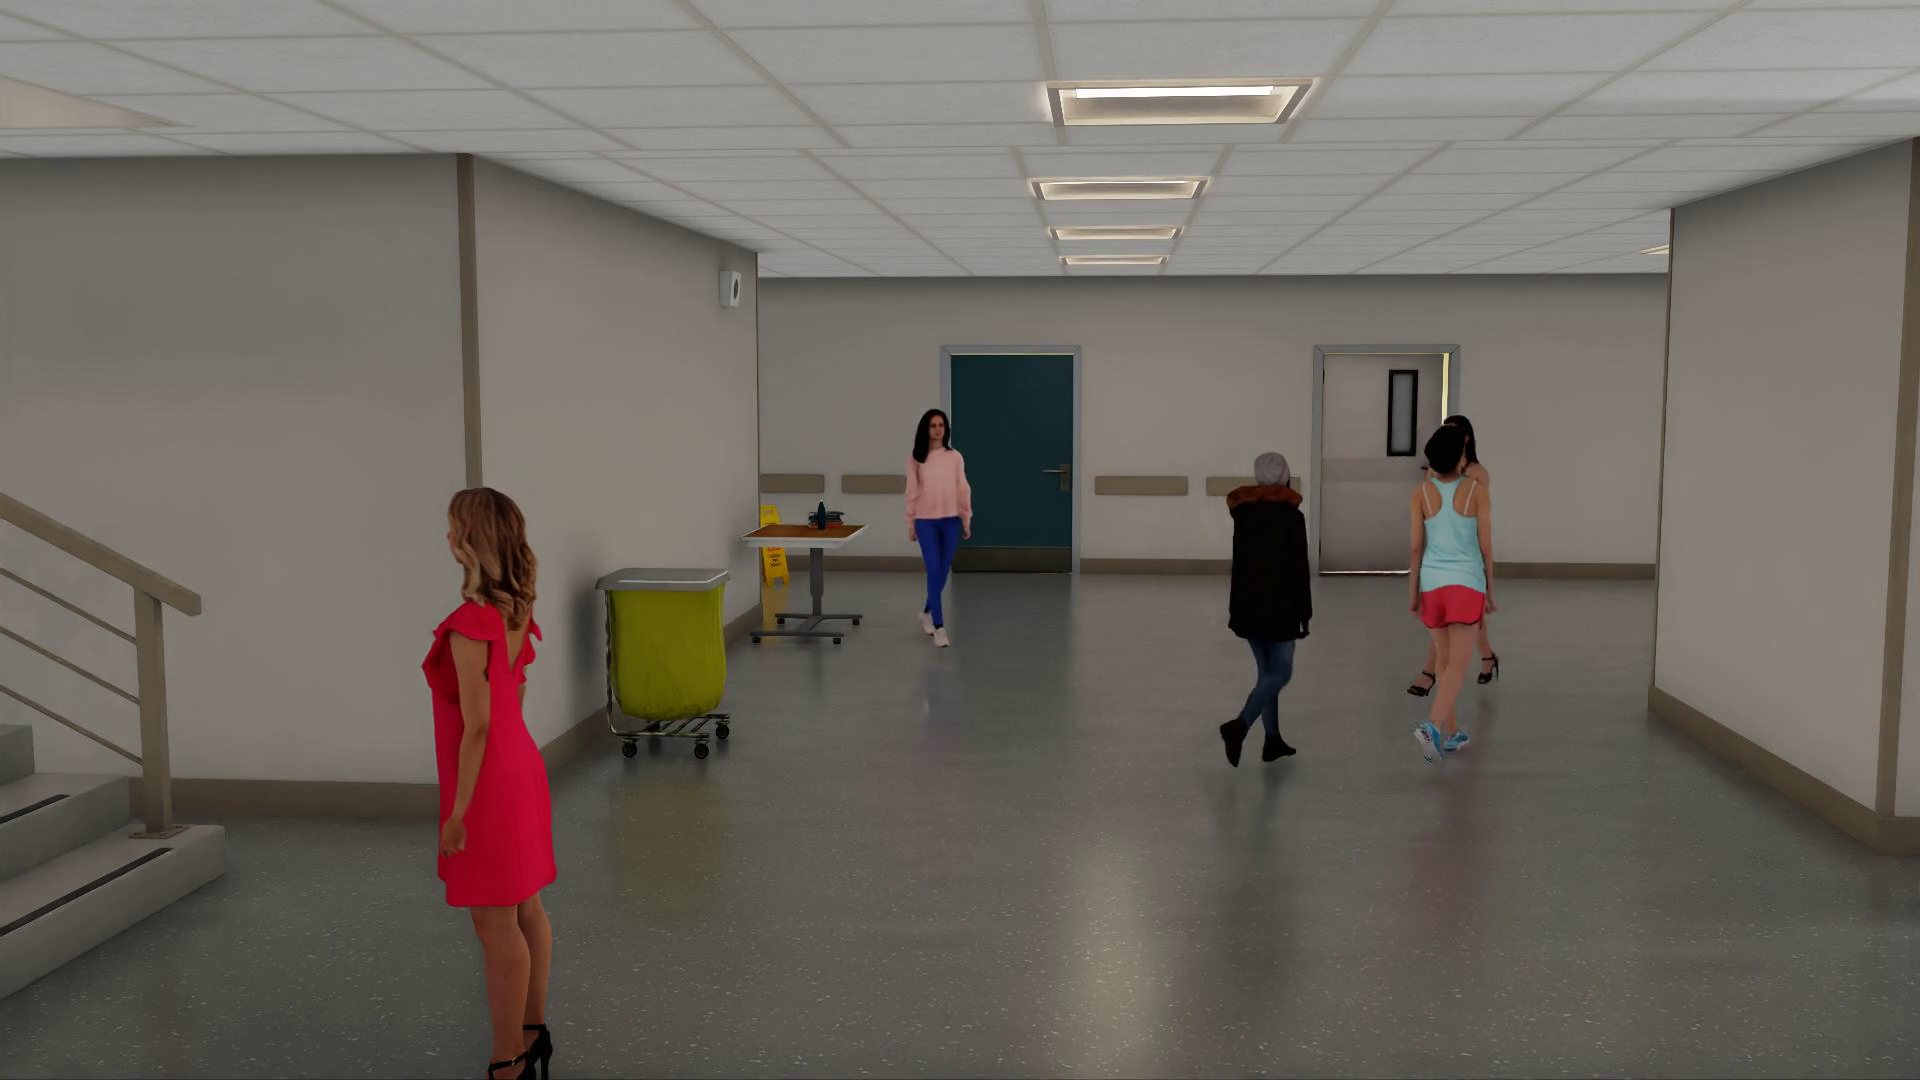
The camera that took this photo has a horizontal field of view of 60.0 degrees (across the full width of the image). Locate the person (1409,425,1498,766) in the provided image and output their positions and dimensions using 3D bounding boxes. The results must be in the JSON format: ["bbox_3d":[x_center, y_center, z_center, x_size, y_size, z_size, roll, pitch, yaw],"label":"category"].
[{"bbox_3d":[2.508,0.308,8.531,1.154,1.736,1.021,4,7,35],"label":"person"}]

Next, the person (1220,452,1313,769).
[{"bbox_3d":[1.538,0.371,8.475,1.037,1.620,1.002,-6,8,-44],"label":"person"}]

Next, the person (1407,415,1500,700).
[{"bbox_3d":[3.119,0.137,10.333,1.223,1.715,1.147,-5,8,-41],"label":"person"}]

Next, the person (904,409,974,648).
[{"bbox_3d":[-0.188,-0.082,12.434,1.163,1.730,0.968,-2,6,-15],"label":"person"}]

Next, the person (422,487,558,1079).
[{"bbox_3d":[-1.285,0.704,4.629,0.534,1.728,0.573,1,6,7],"label":"person"}]
